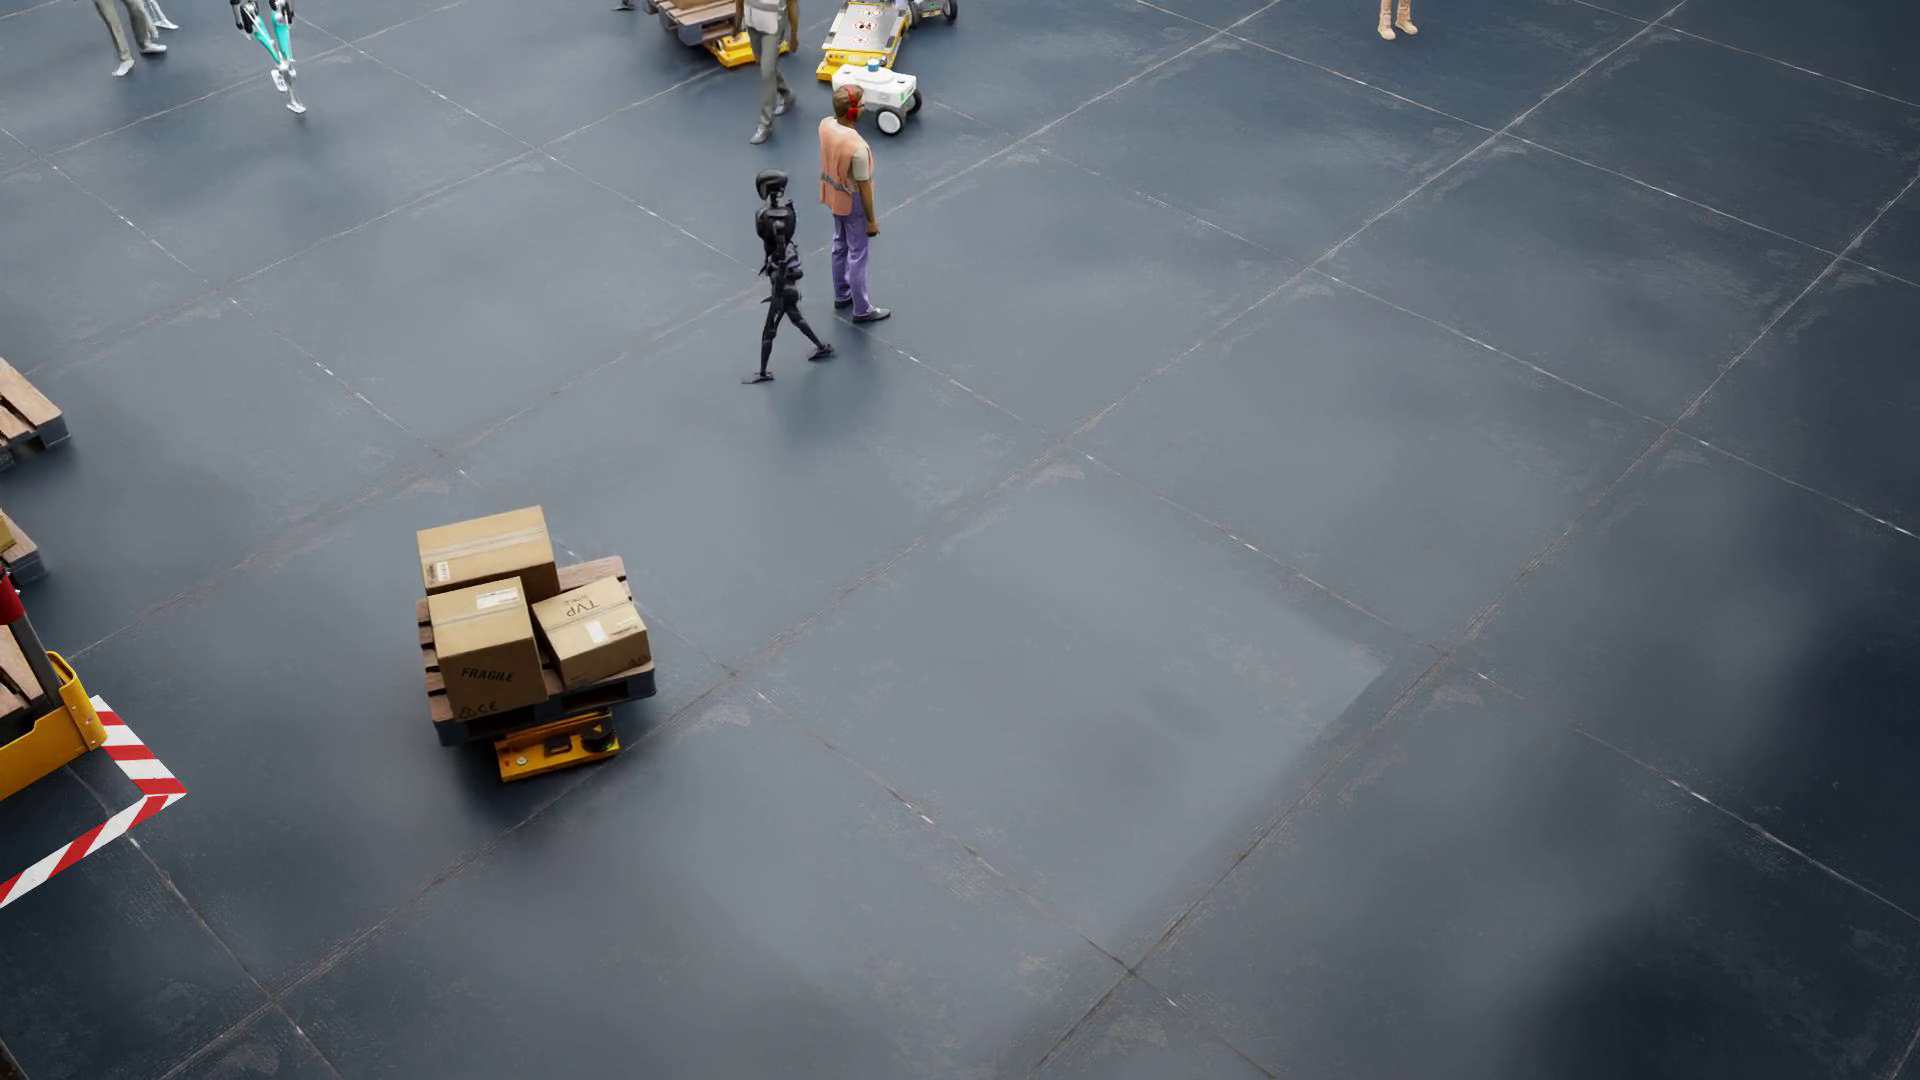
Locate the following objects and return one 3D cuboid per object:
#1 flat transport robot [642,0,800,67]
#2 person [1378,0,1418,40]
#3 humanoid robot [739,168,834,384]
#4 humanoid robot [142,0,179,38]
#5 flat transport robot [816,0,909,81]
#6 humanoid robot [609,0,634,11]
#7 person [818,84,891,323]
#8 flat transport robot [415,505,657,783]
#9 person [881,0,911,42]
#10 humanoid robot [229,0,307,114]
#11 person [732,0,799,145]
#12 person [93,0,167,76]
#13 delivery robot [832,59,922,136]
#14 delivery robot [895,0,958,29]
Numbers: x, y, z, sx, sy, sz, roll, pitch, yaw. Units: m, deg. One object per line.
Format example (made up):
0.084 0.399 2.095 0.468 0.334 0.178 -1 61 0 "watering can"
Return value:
-2.298 -4.990 16.072 0.659 0.231 1.431 -24 47 -24 "flat transport robot"
4.271 -5.602 15.651 0.482 1.743 0.327 -17 45 -18 "person"
-1.242 -1.862 11.578 0.742 1.633 0.596 -10 43 -11 "humanoid robot"
-7.793 -5.527 15.626 0.751 1.860 0.548 25 48 25 "humanoid robot"
-0.901 -4.750 15.806 0.659 0.231 1.431 6 42 6 "flat transport robot"
-3.356 -5.938 16.072 0.325 1.654 0.604 5 42 5 "humanoid robot"
-0.799 -2.423 12.040 0.390 1.845 0.566 -25 48 -25 "person"
-2.439 0.765 9.676 0.659 0.231 1.431 -13 44 -14 "flat transport robot"
-0.627 -5.780 15.823 0.581 1.787 0.968 -9 43 -9 "person"
-5.965 -4.510 14.447 0.561 1.731 1.021 -30 50 -29 "humanoid robot"
-1.665 -4.383 14.238 0.590 1.816 0.799 24 47 24 "person"
-7.737 -5.081 15.174 0.323 1.613 0.608 29 50 29 "person"
-0.741 -3.953 14.693 0.749 0.578 0.505 14 44 15 "delivery robot"
-0.365 -5.388 16.306 0.525 0.601 0.772 -17 45 -18 "delivery robot"
